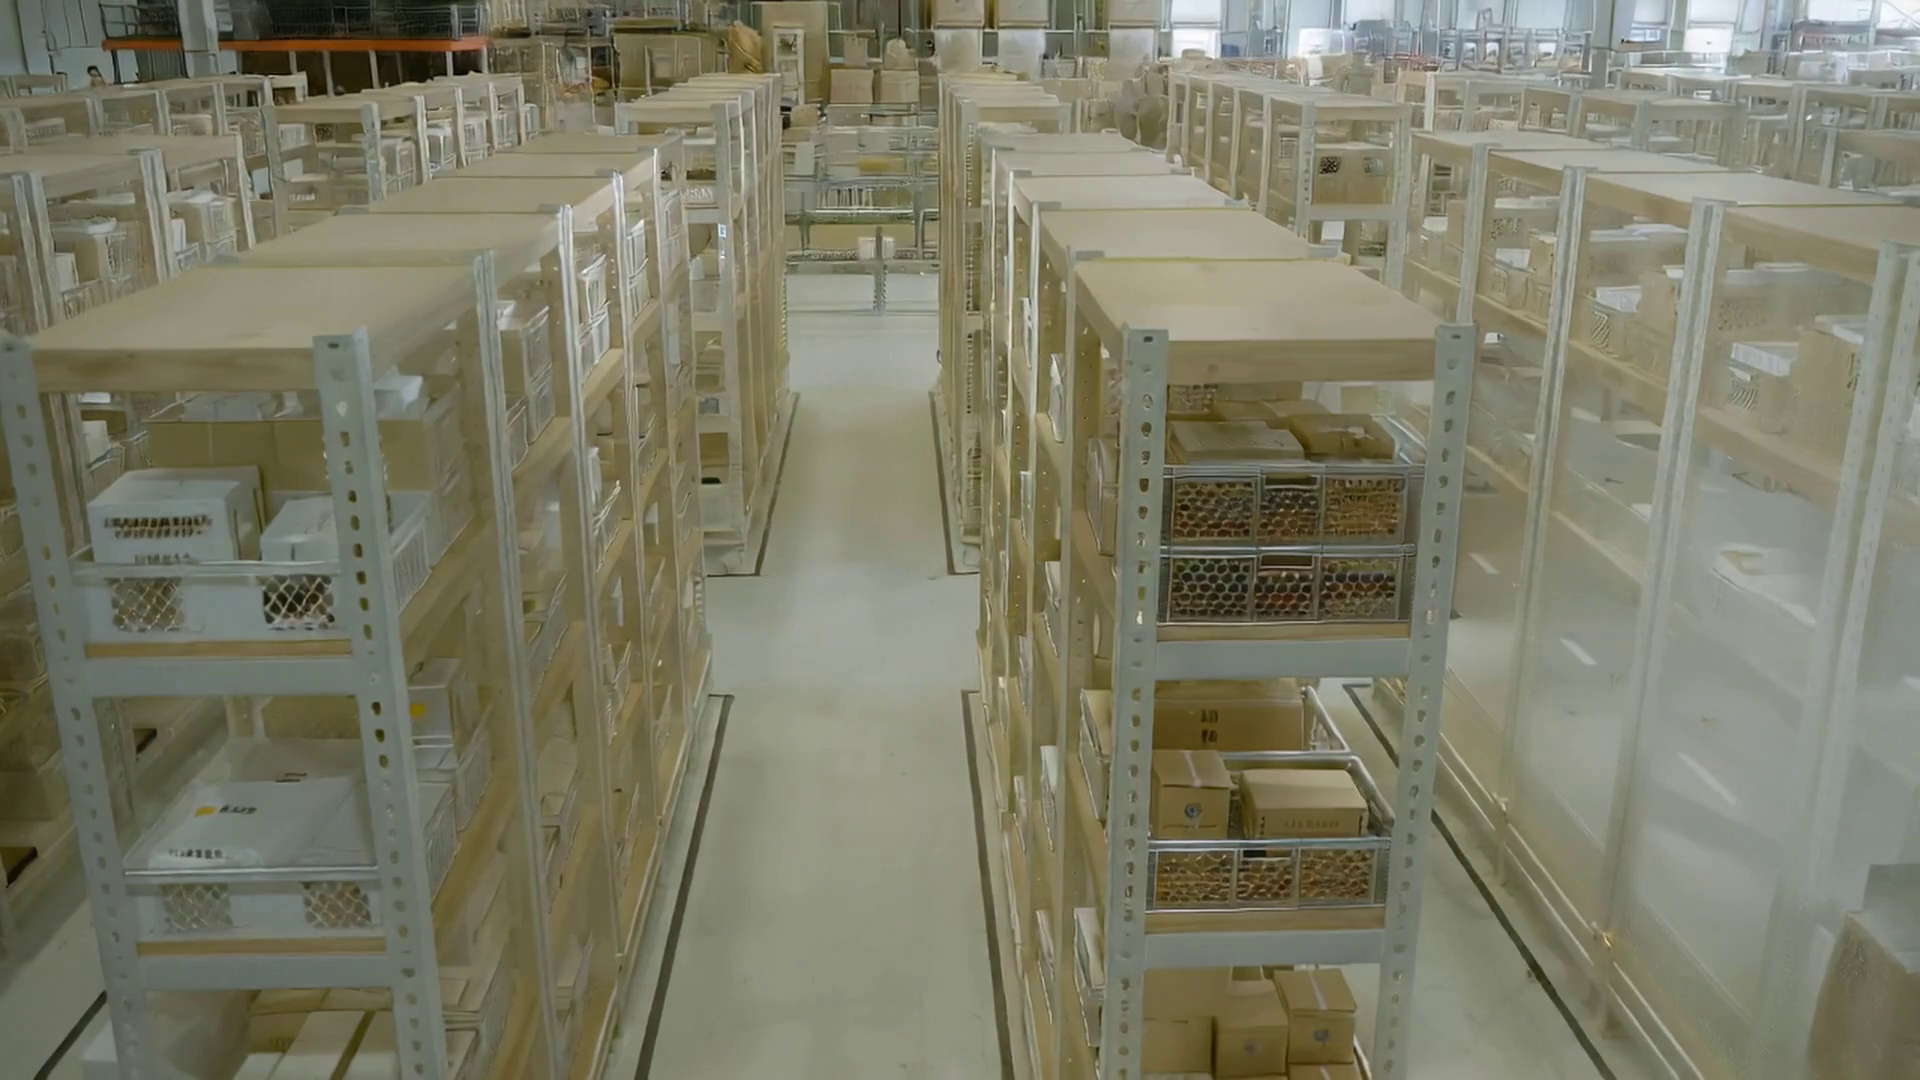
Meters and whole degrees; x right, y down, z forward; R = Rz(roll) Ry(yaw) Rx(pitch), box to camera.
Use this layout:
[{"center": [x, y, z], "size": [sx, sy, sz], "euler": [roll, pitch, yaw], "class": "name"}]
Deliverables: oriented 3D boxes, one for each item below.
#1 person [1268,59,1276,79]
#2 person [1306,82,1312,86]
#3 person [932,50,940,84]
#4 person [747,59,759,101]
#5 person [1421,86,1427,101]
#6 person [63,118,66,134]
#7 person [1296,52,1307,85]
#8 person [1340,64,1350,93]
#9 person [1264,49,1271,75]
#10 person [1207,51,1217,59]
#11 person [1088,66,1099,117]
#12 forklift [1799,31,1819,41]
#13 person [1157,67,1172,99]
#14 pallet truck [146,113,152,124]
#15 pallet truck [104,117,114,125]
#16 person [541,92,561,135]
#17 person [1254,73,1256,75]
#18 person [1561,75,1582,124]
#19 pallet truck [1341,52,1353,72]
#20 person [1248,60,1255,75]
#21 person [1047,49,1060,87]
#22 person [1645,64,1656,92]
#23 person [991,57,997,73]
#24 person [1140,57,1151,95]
[{"center": [15.078, -22.393, 80.472], "size": [0.321, 1.692, 0.535], "euler": [16, 24, 41], "class": "person"}, {"center": [11.927, -14.856, 57.138], "size": [0.320, 1.692, 0.534], "euler": [7, 19, 20], "class": "person"}, {"center": [-1.309, -26.034, 91.513], "size": [0.429, 1.833, 0.635], "euler": [-5, 19, -15], "class": "person"}, {"center": [-9.272, -20.645, 74.744], "size": [0.581, 1.884, 0.351], "euler": [2, 18, 6], "class": "person"}, {"center": [15.924, -14.906, 57.205], "size": [0.599, 1.747, 0.556], "euler": [12, 22, 33], "class": "person"}, {"center": [-22.395, -10.055, 42.015], "size": [0.836, 1.863, 0.666], "euler": [3, 18, 11], "class": "person"}, {"center": [17.066, -23.379, 83.118], "size": [0.373, 1.940, 0.629], "euler": [-17, 24, -41], "class": "person"}, {"center": [16.368, -19.357, 70.895], "size": [0.988, 1.798, 0.513], "euler": [-16, 24, -40], "class": "person"}, {"center": [16.678, -25.646, 90.166], "size": [0.547, 1.913, 0.574], "euler": [8, 19, 23], "class": "person"}, {"center": [13.251, -24.619, 87.073], "size": [0.753, 1.877, 0.377], "euler": [13, 22, 35], "class": "person"}, {"center": [5.253, -17.545, 65.067], "size": [0.356, 1.937, 0.552], "euler": [-14, 23, -37], "class": "person"}, {"center": [45.907, -26.183, 90.288], "size": [1.129, 2.768, 1.873], "euler": [-1, 18, -2], "class": "forklift"}, {"center": [8.194, -17.838, 66.095], "size": [1.005, 1.865, 0.584], "euler": [17, 24, 42], "class": "person"}, {"center": [-18.087, -8.309, 36.390], "size": [1.885, 1.965, 0.823], "euler": [-1, 18, -4], "class": "pallet truck"}, {"center": [-18.367, -7.885, 35.078], "size": [1.885, 1.965, 0.823], "euler": [1, 18, 2], "class": "pallet truck"}, {"center": [-10.868, -10.996, 44.685], "size": [0.656, 2.012, 0.641], "euler": [-10, 21, -29], "class": "person"}, {"center": [10.648, -15.953, 60.299], "size": [0.711, 1.848, 0.514], "euler": [4, 18, 14], "class": "person"}, {"center": [20.169, -14.308, 54.885], "size": [0.672, 2.000, 0.536], "euler": [10, 21, 29], "class": "person"}, {"center": [18.794, -23.123, 82.231], "size": [0.823, 1.965, 1.885], "euler": [-13, 22, -35], "class": "pallet truck"}, {"center": [13.225, -20.711, 75.048], "size": [0.747, 1.829, 0.517], "euler": [8, 20, 24], "class": "person"}, {"center": [4.957, -25.083, 88.425], "size": [0.909, 1.909, 0.644], "euler": [12, 21, 32], "class": "person"}, {"center": [30.770, -20.426, 74.090], "size": [0.567, 1.878, 0.350], "euler": [-8, 19, -22], "class": "person"}, {"center": [1.742, -23.231, 83.015], "size": [0.699, 1.718, 0.488], "euler": [15, 23, 38], "class": "person"}, {"center": [9.040, -22.371, 80.220], "size": [0.645, 1.790, 0.952], "euler": [-16, 24, -41], "class": "person"}]
